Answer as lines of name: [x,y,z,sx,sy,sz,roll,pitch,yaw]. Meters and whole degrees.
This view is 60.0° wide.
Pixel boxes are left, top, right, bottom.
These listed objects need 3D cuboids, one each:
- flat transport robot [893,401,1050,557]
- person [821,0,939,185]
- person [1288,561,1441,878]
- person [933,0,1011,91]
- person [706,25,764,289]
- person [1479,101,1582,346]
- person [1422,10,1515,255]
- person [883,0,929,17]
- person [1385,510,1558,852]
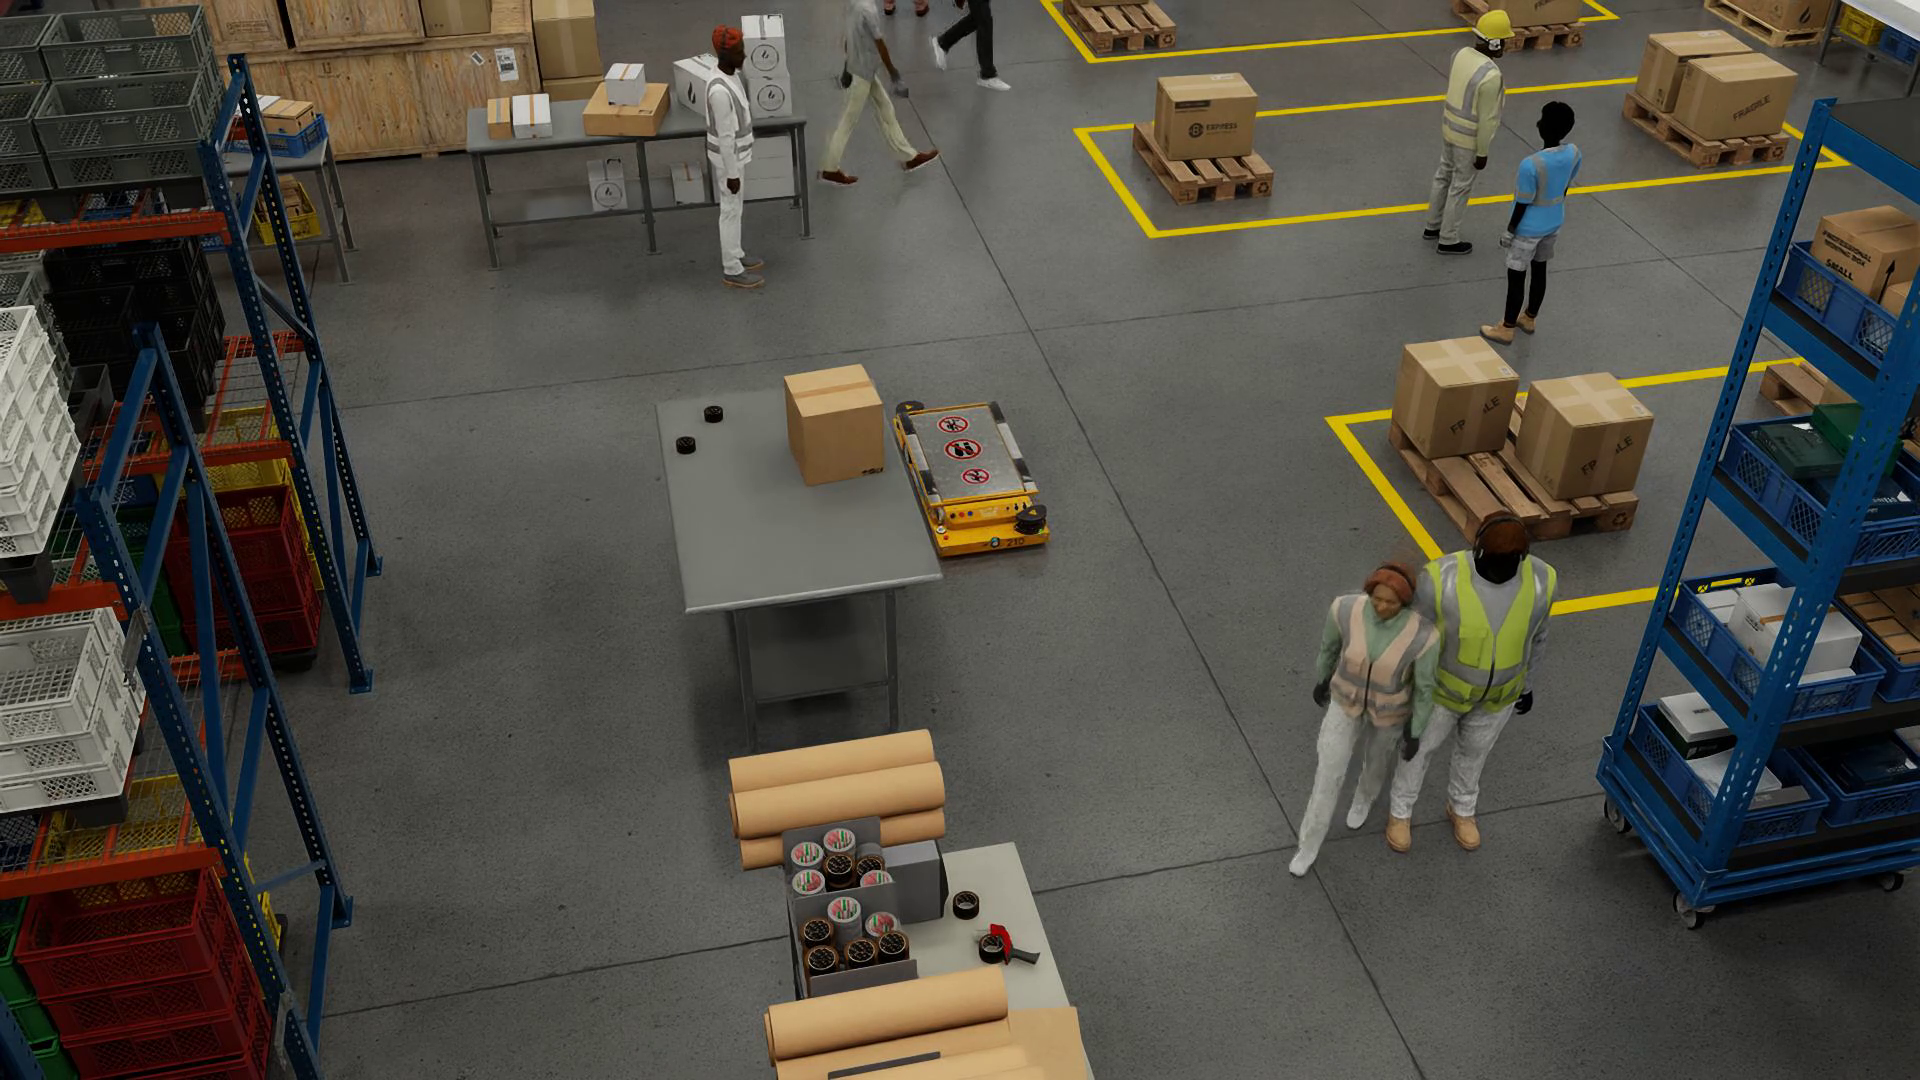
flat transport robot: [0.046,-0.430,10.108,0.652,0.197,1.431,-8,37,-10]
person: [-0.688,-3.729,13.268,1.024,1.807,0.552,-6,37,-9]
person: [1.778,0.800,7.337,0.543,1.598,0.813,17,40,22]
person: [0.107,-5.075,15.019,0.861,1.886,0.605,20,41,25]
person: [-1.623,-2.726,11.852,0.338,1.882,0.582,-2,37,-3]
person: [3.863,-2.126,11.201,0.538,1.696,0.317,-23,42,-27]
person: [3.759,-2.999,12.273,0.404,1.824,0.595,-8,37,-10]
person: [-0.556,-6.172,16.476,0.652,1.900,0.399,5,37,6]
person: [2.247,0.643,7.359,0.636,1.842,0.429,0,37,-1]
